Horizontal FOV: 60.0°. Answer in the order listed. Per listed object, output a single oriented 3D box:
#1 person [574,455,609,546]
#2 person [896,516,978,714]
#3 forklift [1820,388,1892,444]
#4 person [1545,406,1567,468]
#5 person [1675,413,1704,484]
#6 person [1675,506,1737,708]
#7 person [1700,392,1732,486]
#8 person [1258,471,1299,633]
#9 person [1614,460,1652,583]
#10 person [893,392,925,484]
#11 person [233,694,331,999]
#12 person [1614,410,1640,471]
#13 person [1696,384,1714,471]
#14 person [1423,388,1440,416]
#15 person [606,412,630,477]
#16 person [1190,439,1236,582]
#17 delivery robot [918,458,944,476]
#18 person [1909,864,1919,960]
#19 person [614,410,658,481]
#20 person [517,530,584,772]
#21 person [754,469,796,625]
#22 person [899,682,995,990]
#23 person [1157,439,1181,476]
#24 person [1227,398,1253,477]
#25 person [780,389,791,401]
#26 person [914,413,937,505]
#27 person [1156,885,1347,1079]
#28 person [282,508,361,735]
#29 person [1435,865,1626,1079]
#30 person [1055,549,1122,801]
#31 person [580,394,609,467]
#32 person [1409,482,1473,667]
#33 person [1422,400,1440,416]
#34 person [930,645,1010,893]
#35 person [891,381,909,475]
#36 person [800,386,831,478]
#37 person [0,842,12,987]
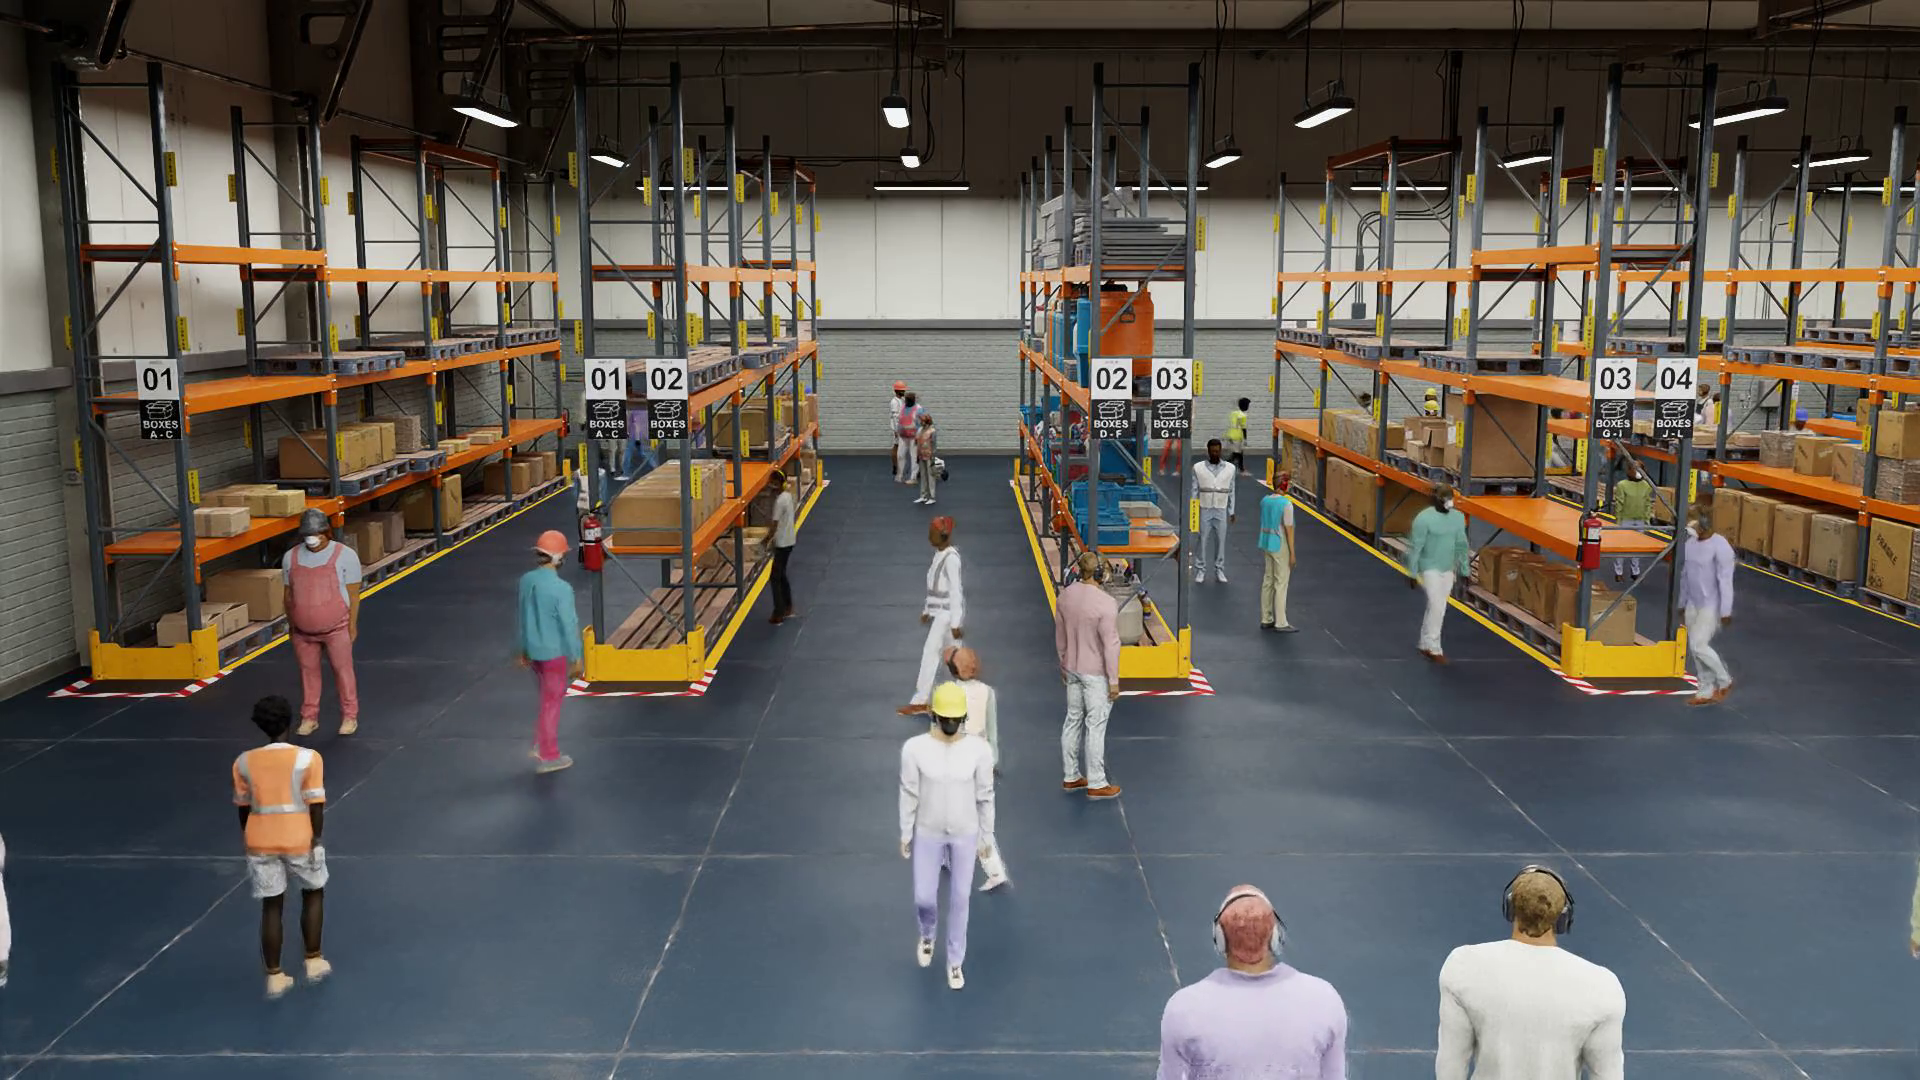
[{"bbox_3d":[-5.191,-0.456,23.407,0.539,1.618,0.394,2,9,15],"label":"person"},{"bbox_3d":[-0.152,0.692,15.384,0.868,1.857,0.588,-1,9,-7],"label":"person"},{"bbox_3d":[20.072,-3.110,36.462,1.873,2.768,1.129,0,9,0],"label":"forklift"},{"bbox_3d":[11.943,-2.134,33.548,0.502,1.829,0.651,0,9,2],"label":"person"},{"bbox_3d":[13.291,-1.708,30.516,0.601,1.926,0.849,1,9,5],"label":"person"},{"bbox_3d":[6.946,0.631,15.520,0.437,1.899,0.664,-1,9,-7],"label":"person"},{"bbox_3d":[14.771,-1.966,32.486,0.430,1.835,0.622,-6,11,-35],"label":"person"},{"bbox_3d":[3.610,0.131,18.921,0.389,1.848,0.567,-4,10,-25],"label":"person"},{"bbox_3d":[8.913,-0.248,22.036,0.500,1.635,0.287,-1,9,-6],"label":"person"},{"bbox_3d":[-1.006,-2.009,32.761,0.635,1.828,0.498,5,10,30],"label":"person"},{"bbox_3d":[-3.806,1.710,9.307,0.549,1.660,0.509,0,9,-2],"label":"person"},{"bbox_3d":[13.981,-2.344,34.727,0.534,1.902,0.925,-4,10,-24],"label":"person"},{"bbox_3d":[15.670,-2.376,35.063,0.350,1.843,0.506,0,9,-1],"label":"person"},{"bbox_3d":[9.899,-2.332,35.093,0.288,1.746,0.487,-4,10,-24],"label":"person"},{"bbox_3d":[-7.024,-2.203,34.041,0.597,1.820,0.404,-9,12,-44],"label":"person"},{"bbox_3d":[3.353,-0.393,22.063,0.597,1.918,0.379,0,9,-1],"label":"person"},{"bbox_3d":[-0.608,-1.524,33.409,0.477,0.478,0.707,-5,10,-29],"label":"delivery robot"},{"bbox_3d":[4.879,1.898,7.953,0.542,1.712,0.903,1,9,8],"label":"person"},{"bbox_3d":[-6.462,-2.131,33.335,0.914,1.898,0.595,-1,9,-4],"label":"person"},{"bbox_3d":[-3.295,0.901,13.533,0.655,1.978,0.478,7,12,40],"label":"person"},{"bbox_3d":[-2.131,0.064,19.428,0.429,1.831,0.569,0,9,-1],"label":"person"},{"bbox_3d":[-0.069,1.654,9.389,0.543,1.755,0.382,-1,9,-5],"label":"person"},{"bbox_3d":[4.367,-2.264,34.001,0.667,1.955,0.471,1,9,8],"label":"person"},{"bbox_3d":[5.586,-2.062,33.635,0.731,1.653,0.588,-2,9,-11],"label":"person"},{"bbox_3d":[-3.771,-2.476,36.360,0.310,1.639,0.514,2,9,15],"label":"person"},{"bbox_3d":[-0.601,-1.456,29.801,0.311,1.639,0.513,-7,11,-37],"label":"person"},{"bbox_3d":[1.009,2.137,5.859,0.677,1.891,0.429,0,9,-3],"label":"person"},{"bbox_3d":[-5.615,0.709,14.585,0.677,2.000,0.535,0,9,-1],"label":"person"},{"bbox_3d":[2.029,2.099,5.963,0.635,1.939,0.361,4,10,23],"label":"person"},{"bbox_3d":[0.998,1.031,12.840,0.352,1.937,0.635,-7,11,-38],"label":"person"},{"bbox_3d":[-7.821,-2.557,35.891,1.011,1.936,0.624,7,11,37],"label":"person"},{"bbox_3d":[5.025,0.354,17.241,0.642,1.912,0.756,-5,10,-28],"label":"person"},{"bbox_3d":[8.528,-1.619,30.223,0.403,1.835,0.588,-2,9,-13],"label":"person"},{"bbox_3d":[0.066,1.491,10.973,0.822,1.598,0.510,8,12,43],"label":"person"},{"bbox_3d":[-1.244,-2.319,34.395,0.361,1.938,0.545,2,9,10],"label":"person"},{"bbox_3d":[-3.034,-2.172,33.634,0.949,1.873,0.671,1,9,9],"label":"person"},{"bbox_3d":[-4.747,1.889,7.550,0.969,1.856,0.663,6,11,33],"label":"person"}]
